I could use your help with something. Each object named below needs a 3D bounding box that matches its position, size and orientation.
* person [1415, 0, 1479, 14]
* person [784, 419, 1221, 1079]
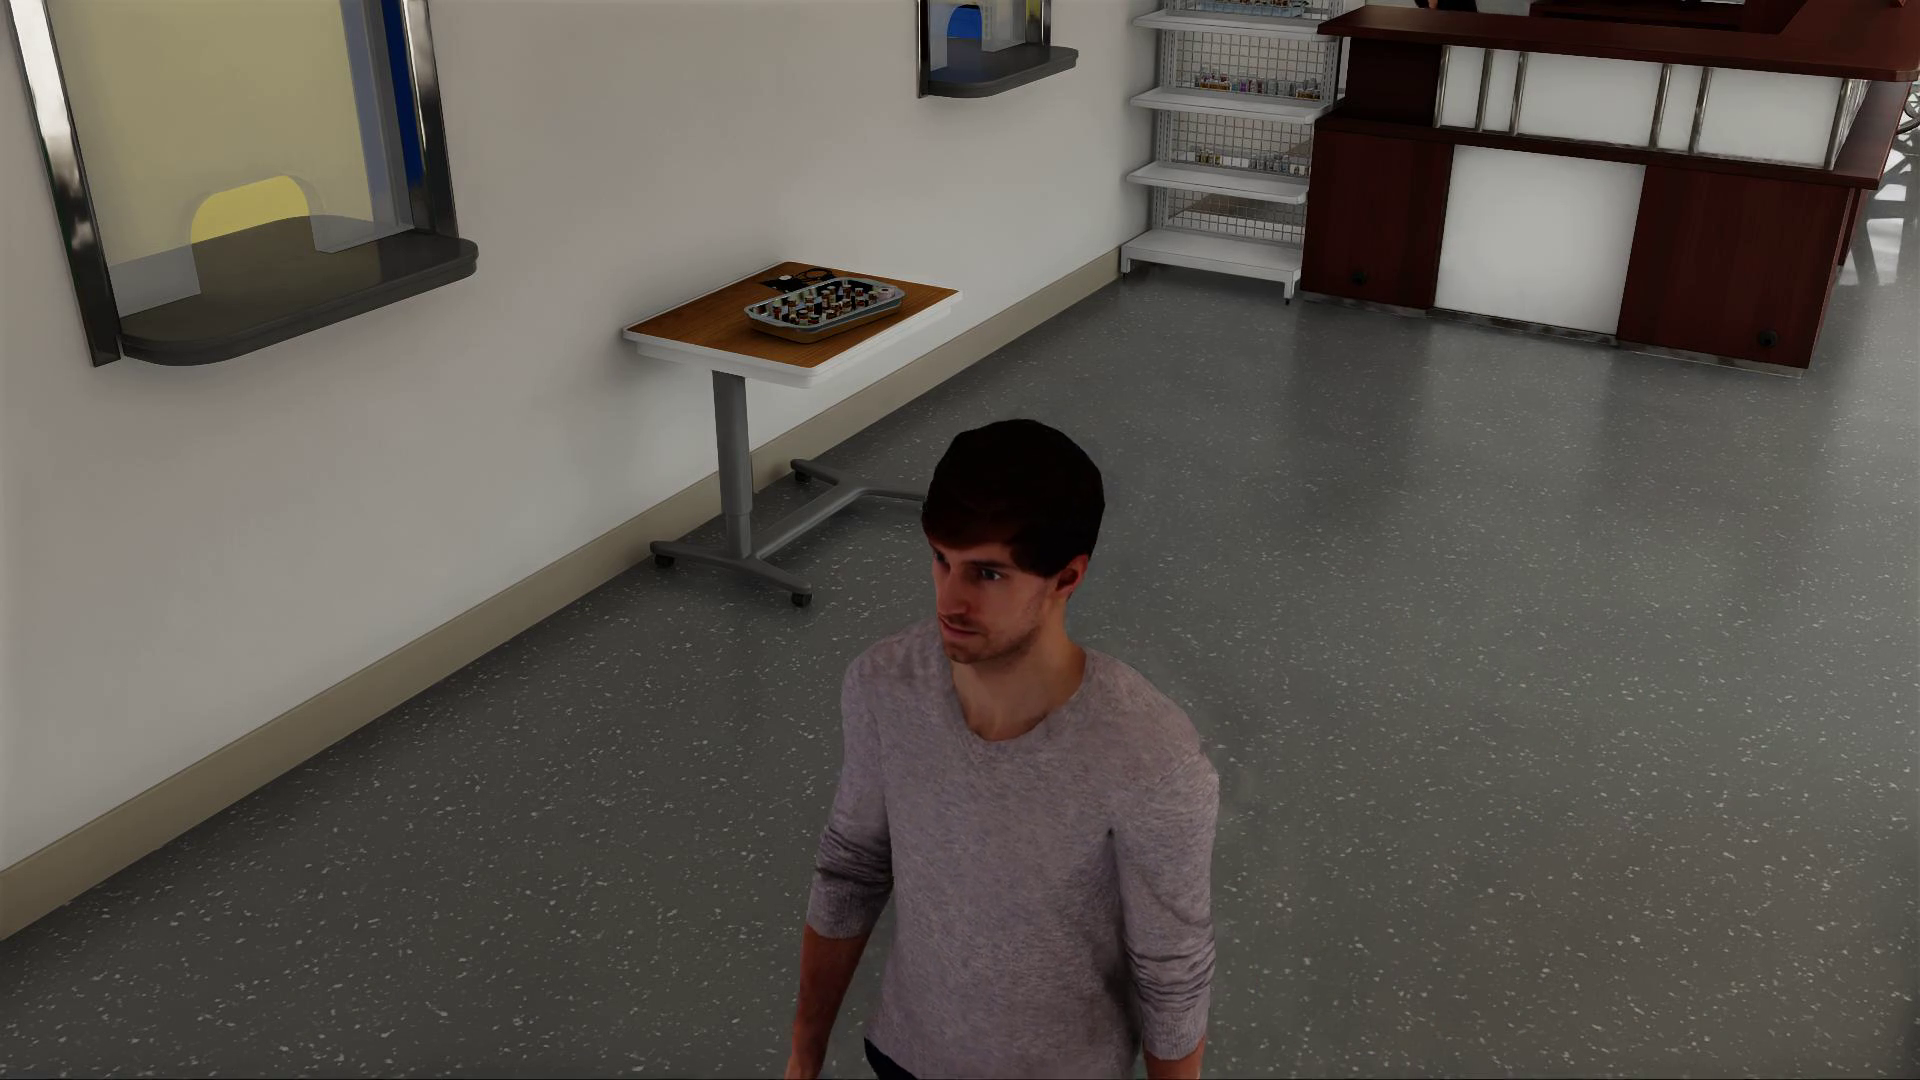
[{"bbox_3d":[3.189,-3.291,10.665,0.941,1.630,1.205,-21,32,-36],"label":"person"},{"bbox_3d":[0.118,0.685,2.233,1.155,1.792,0.895,20,32,36],"label":"person"}]
